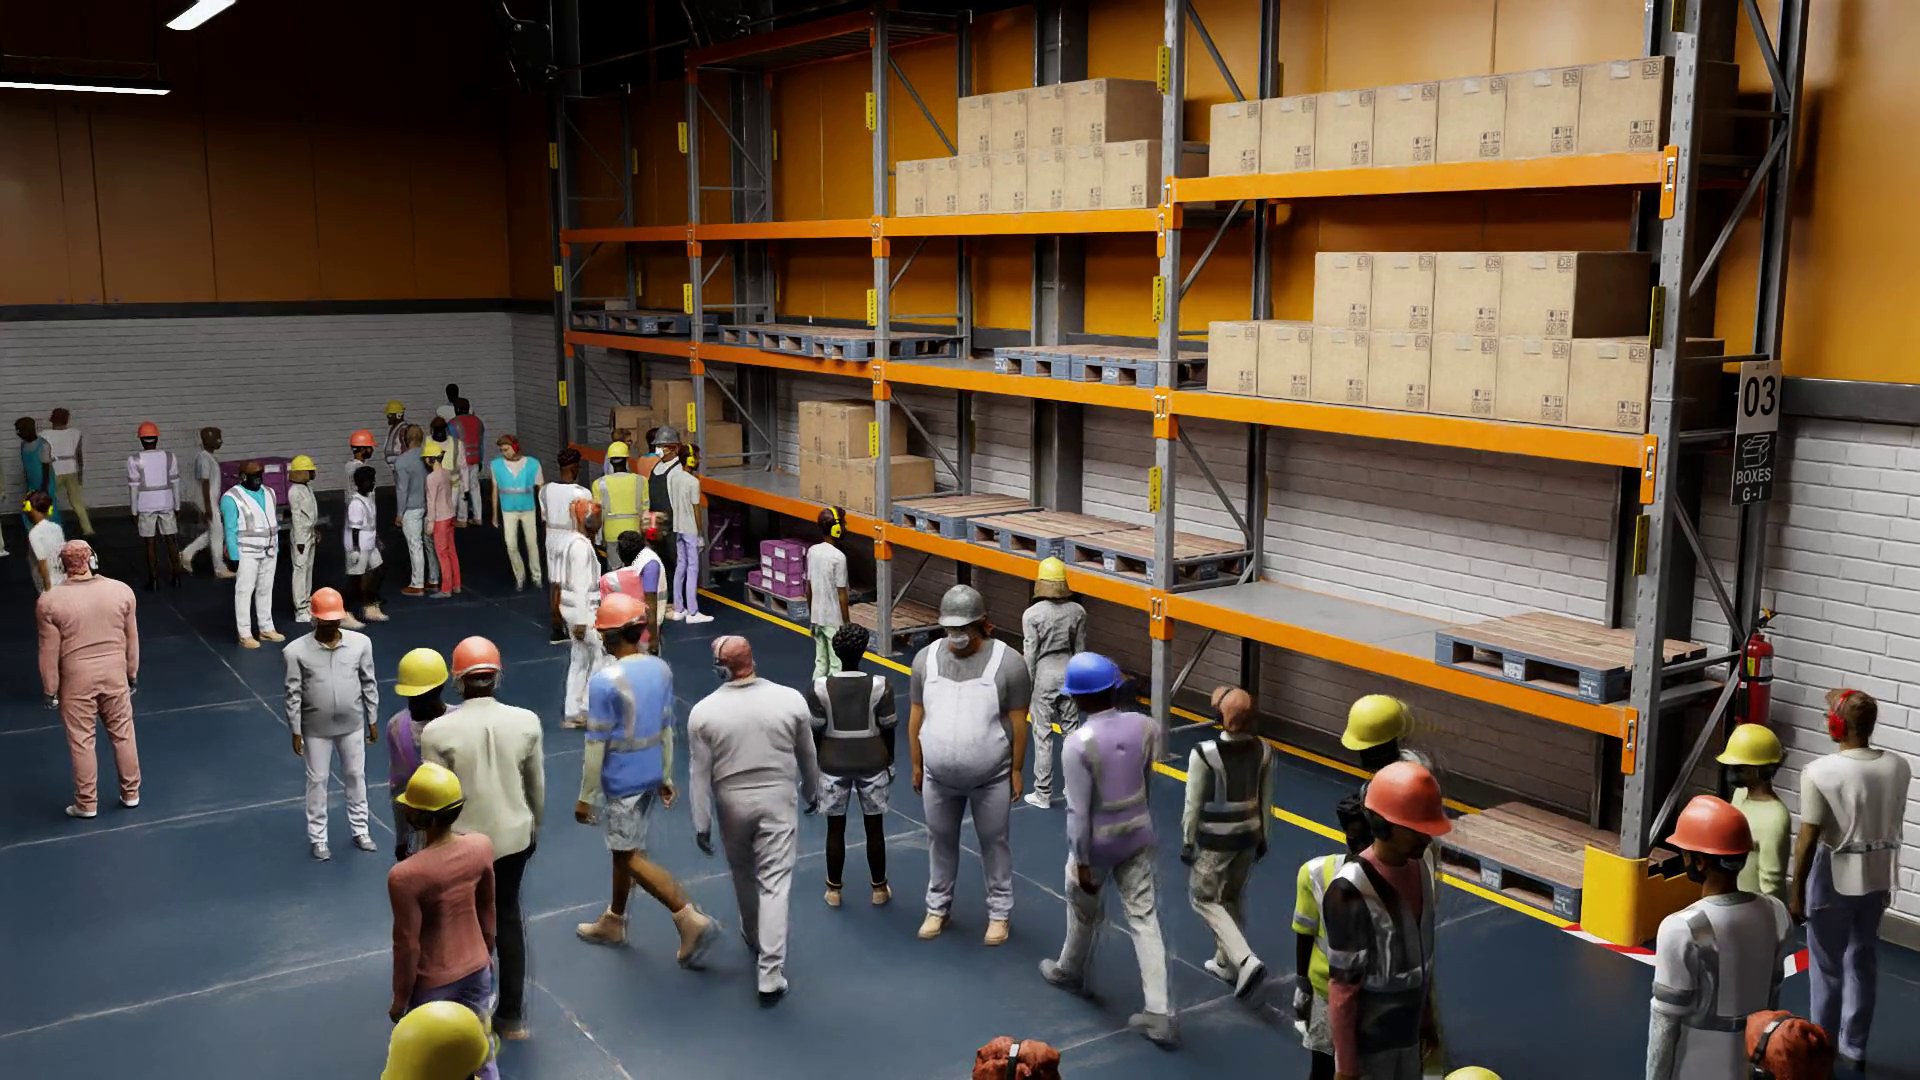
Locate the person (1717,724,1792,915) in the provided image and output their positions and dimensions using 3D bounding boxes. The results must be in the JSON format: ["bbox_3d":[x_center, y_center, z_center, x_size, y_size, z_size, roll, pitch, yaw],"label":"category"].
[{"bbox_3d":[3.507,1.676,7.421,0.342,1.760,0.533,2,10,9],"label":"person"}]

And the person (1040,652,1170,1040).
[{"bbox_3d":[0.740,1.474,8.228,0.629,1.899,1.008,-6,11,-31],"label":"person"}]

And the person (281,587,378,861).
[{"bbox_3d":[-3.961,1.152,10.527,0.566,1.744,0.350,-6,12,-33],"label":"person"}]

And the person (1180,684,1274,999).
[{"bbox_3d":[1.405,1.553,8.533,0.517,1.619,0.548,-5,11,-28],"label":"person"}]

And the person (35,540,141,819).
[{"bbox_3d":[-5.919,0.940,11.310,0.402,1.904,0.639,9,13,43],"label":"person"}]

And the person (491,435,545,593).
[{"bbox_3d":[-4.959,-0.301,18.879,0.702,1.796,0.675,-2,10,-9],"label":"person"}]

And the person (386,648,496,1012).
[{"bbox_3d":[-2.544,1.457,8.256,0.677,1.914,0.446,3,10,15],"label":"person"}]

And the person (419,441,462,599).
[{"bbox_3d":[-5.828,-0.225,18.583,0.368,1.754,0.519,1,10,4],"label":"person"}]

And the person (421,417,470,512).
[{"bbox_3d":[-6.433,-0.615,20.720,0.659,1.798,0.919,-4,11,-24],"label":"person"}]

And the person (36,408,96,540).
[{"bbox_3d":[-12.031,-0.867,22.243,0.668,1.809,0.616,8,13,40],"label":"person"}]

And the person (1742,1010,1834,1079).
[{"bbox_3d":[2.138,2.148,4.343,0.582,1.871,0.390,-4,10,-21],"label":"person"}]

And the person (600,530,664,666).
[{"bbox_3d":[-2.542,0.764,12.937,0.541,1.696,0.315,-6,11,-31],"label":"person"}]

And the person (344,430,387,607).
[{"bbox_3d":[-6.502,-0.241,18.154,0.385,1.930,0.545,-7,12,-34],"label":"person"}]

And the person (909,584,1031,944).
[{"bbox_3d":[0.029,1.231,9.189,0.685,2.000,0.535,3,10,15],"label":"person"}]

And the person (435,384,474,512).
[{"bbox_3d":[-7.535,-1.369,24.856,0.603,1.914,0.419,-8,12,-37],"label":"person"}]

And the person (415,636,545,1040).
[{"bbox_3d":[-2.342,1.458,8.098,0.690,1.961,0.540,-7,12,-37],"label":"person"}]

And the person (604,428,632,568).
[{"bbox_3d":[-3.942,-0.387,19.311,0.357,1.835,0.516,-7,12,-34],"label":"person"}]

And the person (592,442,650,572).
[{"bbox_3d":[-3.466,-0.047,17.046,0.585,1.921,0.383,-4,10,-21],"label":"person"}]

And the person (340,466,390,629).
[{"bbox_3d":[-6.139,0.068,17.094,0.538,1.664,0.549,-2,10,-10],"label":"person"}]

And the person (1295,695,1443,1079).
[{"bbox_3d":[1.851,1.594,7.570,0.821,1.868,0.612,4,10,20],"label":"person"}]

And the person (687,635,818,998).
[{"bbox_3d":[-1.084,1.406,8.767,0.662,1.838,1.021,-1,10,-5],"label":"person"}]

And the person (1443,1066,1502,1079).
[{"bbox_3d":[1.299,2.210,4.359,0.319,1.737,0.486,-6,11,-30],"label":"person"}]

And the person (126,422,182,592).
[{"bbox_3d":[-9.192,-0.384,18.980,0.551,1.933,0.376,-8,13,-41],"label":"person"}]

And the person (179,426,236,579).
[{"bbox_3d":[-8.909,-0.429,19.583,0.627,1.829,0.516,-3,10,-20],"label":"person"}]

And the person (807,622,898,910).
[{"bbox_3d":[-0.623,1.318,9.688,0.531,1.698,0.320,0,10,-1],"label":"person"}]

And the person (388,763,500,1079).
[{"bbox_3d":[-2.111,1.772,6.810,0.301,1.772,0.531,6,11,30],"label":"person"}]

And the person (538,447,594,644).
[{"bbox_3d":[-3.824,0.071,16.265,0.598,1.956,0.372,4,10,22],"label":"person"}]

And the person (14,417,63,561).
[{"bbox_3d":[-11.495,-0.622,20.717,0.554,1.817,0.573,3,10,16],"label":"person"}]

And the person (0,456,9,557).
[{"bbox_3d":[-12.343,-0.583,21.027,0.502,1.636,0.280,-3,10,-18],"label":"person"}]

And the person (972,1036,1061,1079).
[{"bbox_3d":[0.136,2.157,4.221,0.356,1.883,0.572,1,10,5],"label":"person"}]

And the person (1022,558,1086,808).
[{"bbox_3d":[0.635,0.985,11.532,0.492,1.735,0.325,-4,11,-25],"label":"person"}]

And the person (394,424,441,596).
[{"bbox_3d":[-6.106,-0.343,18.729,0.368,1.939,0.632,5,11,27],"label":"person"}]

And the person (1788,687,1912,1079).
[{"bbox_3d":[4.079,1.595,7.691,0.562,1.830,0.482,-3,10,-16],"label":"person"}]

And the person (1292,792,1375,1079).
[{"bbox_3d":[1.607,1.826,6.733,0.536,1.691,0.320,3,10,17],"label":"person"}]

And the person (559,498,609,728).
[{"bbox_3d":[-2.994,0.597,13.419,0.548,1.864,0.603,-3,10,-17],"label":"person"}]

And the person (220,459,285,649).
[{"bbox_3d":[-6.888,0.126,16.268,0.429,1.839,0.633,4,11,23],"label":"person"}]

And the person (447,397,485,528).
[{"bbox_3d":[-6.985,-1.093,23.451,0.430,1.836,0.638,6,11,31],"label":"person"}]

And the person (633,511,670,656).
[{"bbox_3d":[-2.460,0.685,13.039,0.419,1.829,0.603,-3,10,-18],"label":"person"}]

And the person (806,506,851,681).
[{"bbox_3d":[-1.002,0.663,13.024,0.332,1.874,0.520,-8,12,-38],"label":"person"}]

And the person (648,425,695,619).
[{"bbox_3d":[-3.096,-0.196,17.570,0.537,2.000,0.682,-7,12,-37],"label":"person"}]

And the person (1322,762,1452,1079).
[{"bbox_3d":[1.560,1.775,6.043,0.410,2.031,0.613,9,13,44],"label":"person"}]

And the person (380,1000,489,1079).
[{"bbox_3d":[-1.248,2.099,4.534,0.603,1.891,0.618,-6,11,-31],"label":"person"}]

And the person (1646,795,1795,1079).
[{"bbox_3d":[2.635,1.850,5.903,0.547,1.929,0.385,-3,10,-19],"label":"person"}]

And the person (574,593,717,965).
[{"bbox_3d":[-1.706,1.293,8.955,0.925,2.011,0.657,4,11,23],"label":"person"}]

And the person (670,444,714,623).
[{"bbox_3d":[-2.830,-0.067,17.327,0.313,1.865,0.528,-9,13,-43],"label":"person"}]

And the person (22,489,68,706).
[{"bbox_3d":[-7.747,0.484,14.197,0.465,1.829,0.617,-1,10,-7],"label":"person"}]

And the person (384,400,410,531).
[{"bbox_3d":[-7.789,-1.036,23.140,0.403,1.824,0.594,-6,11,-32],"label":"person"}]

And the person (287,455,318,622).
[{"bbox_3d":[-6.841,-0.019,17.400,0.299,1.745,0.483,-1,10,-5],"label":"person"}]
